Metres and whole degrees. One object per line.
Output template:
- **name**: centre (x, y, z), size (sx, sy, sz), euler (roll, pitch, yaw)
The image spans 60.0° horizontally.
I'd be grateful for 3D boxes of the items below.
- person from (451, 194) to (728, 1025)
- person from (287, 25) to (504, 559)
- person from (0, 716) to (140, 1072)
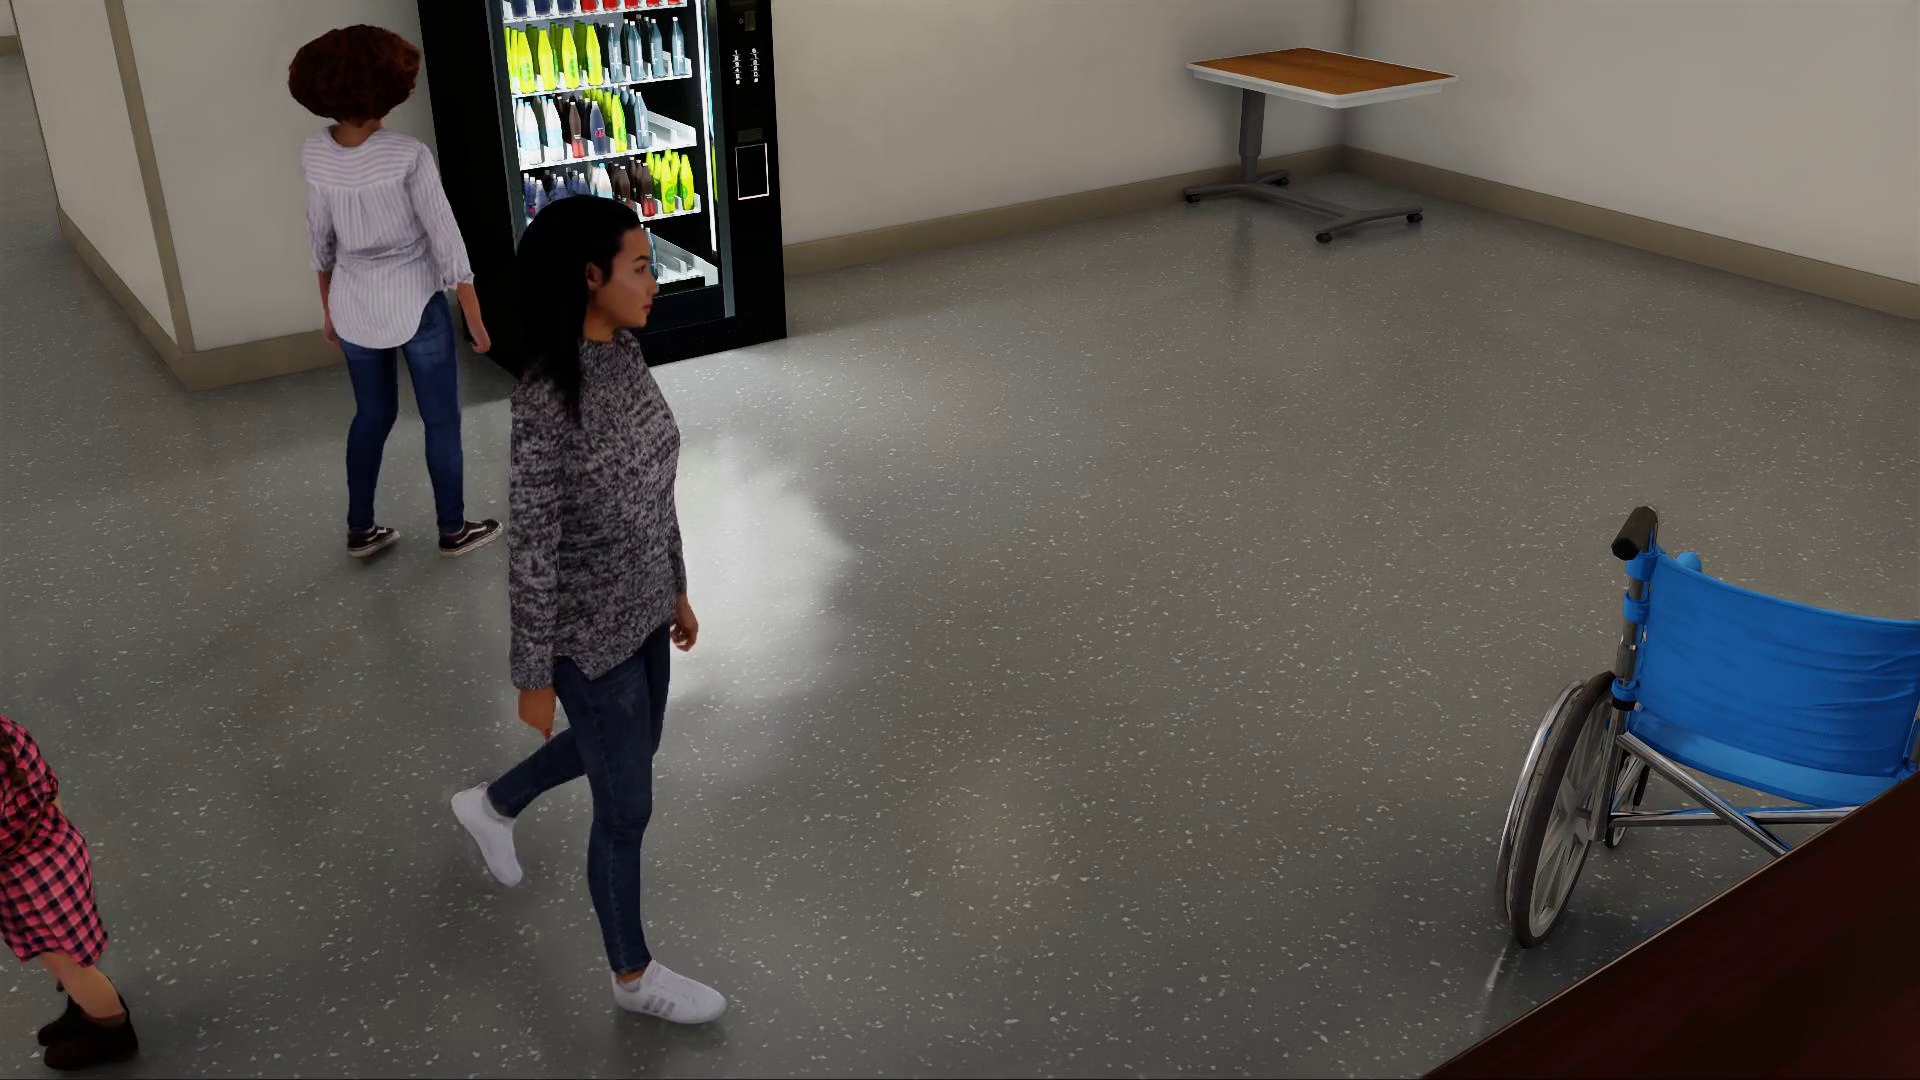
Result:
- **person**: centre (-0.787, 0.144, 3.404), size (1.038, 1.719, 1.004), euler (9, 27, 18)
- **person**: centre (-1.825, -0.731, 5.231), size (0.853, 1.708, 0.898), euler (10, 28, 20)
- **person**: centre (-1.781, 0.629, 3.215), size (0.561, 1.009, 0.515), euler (1, 26, 2)
